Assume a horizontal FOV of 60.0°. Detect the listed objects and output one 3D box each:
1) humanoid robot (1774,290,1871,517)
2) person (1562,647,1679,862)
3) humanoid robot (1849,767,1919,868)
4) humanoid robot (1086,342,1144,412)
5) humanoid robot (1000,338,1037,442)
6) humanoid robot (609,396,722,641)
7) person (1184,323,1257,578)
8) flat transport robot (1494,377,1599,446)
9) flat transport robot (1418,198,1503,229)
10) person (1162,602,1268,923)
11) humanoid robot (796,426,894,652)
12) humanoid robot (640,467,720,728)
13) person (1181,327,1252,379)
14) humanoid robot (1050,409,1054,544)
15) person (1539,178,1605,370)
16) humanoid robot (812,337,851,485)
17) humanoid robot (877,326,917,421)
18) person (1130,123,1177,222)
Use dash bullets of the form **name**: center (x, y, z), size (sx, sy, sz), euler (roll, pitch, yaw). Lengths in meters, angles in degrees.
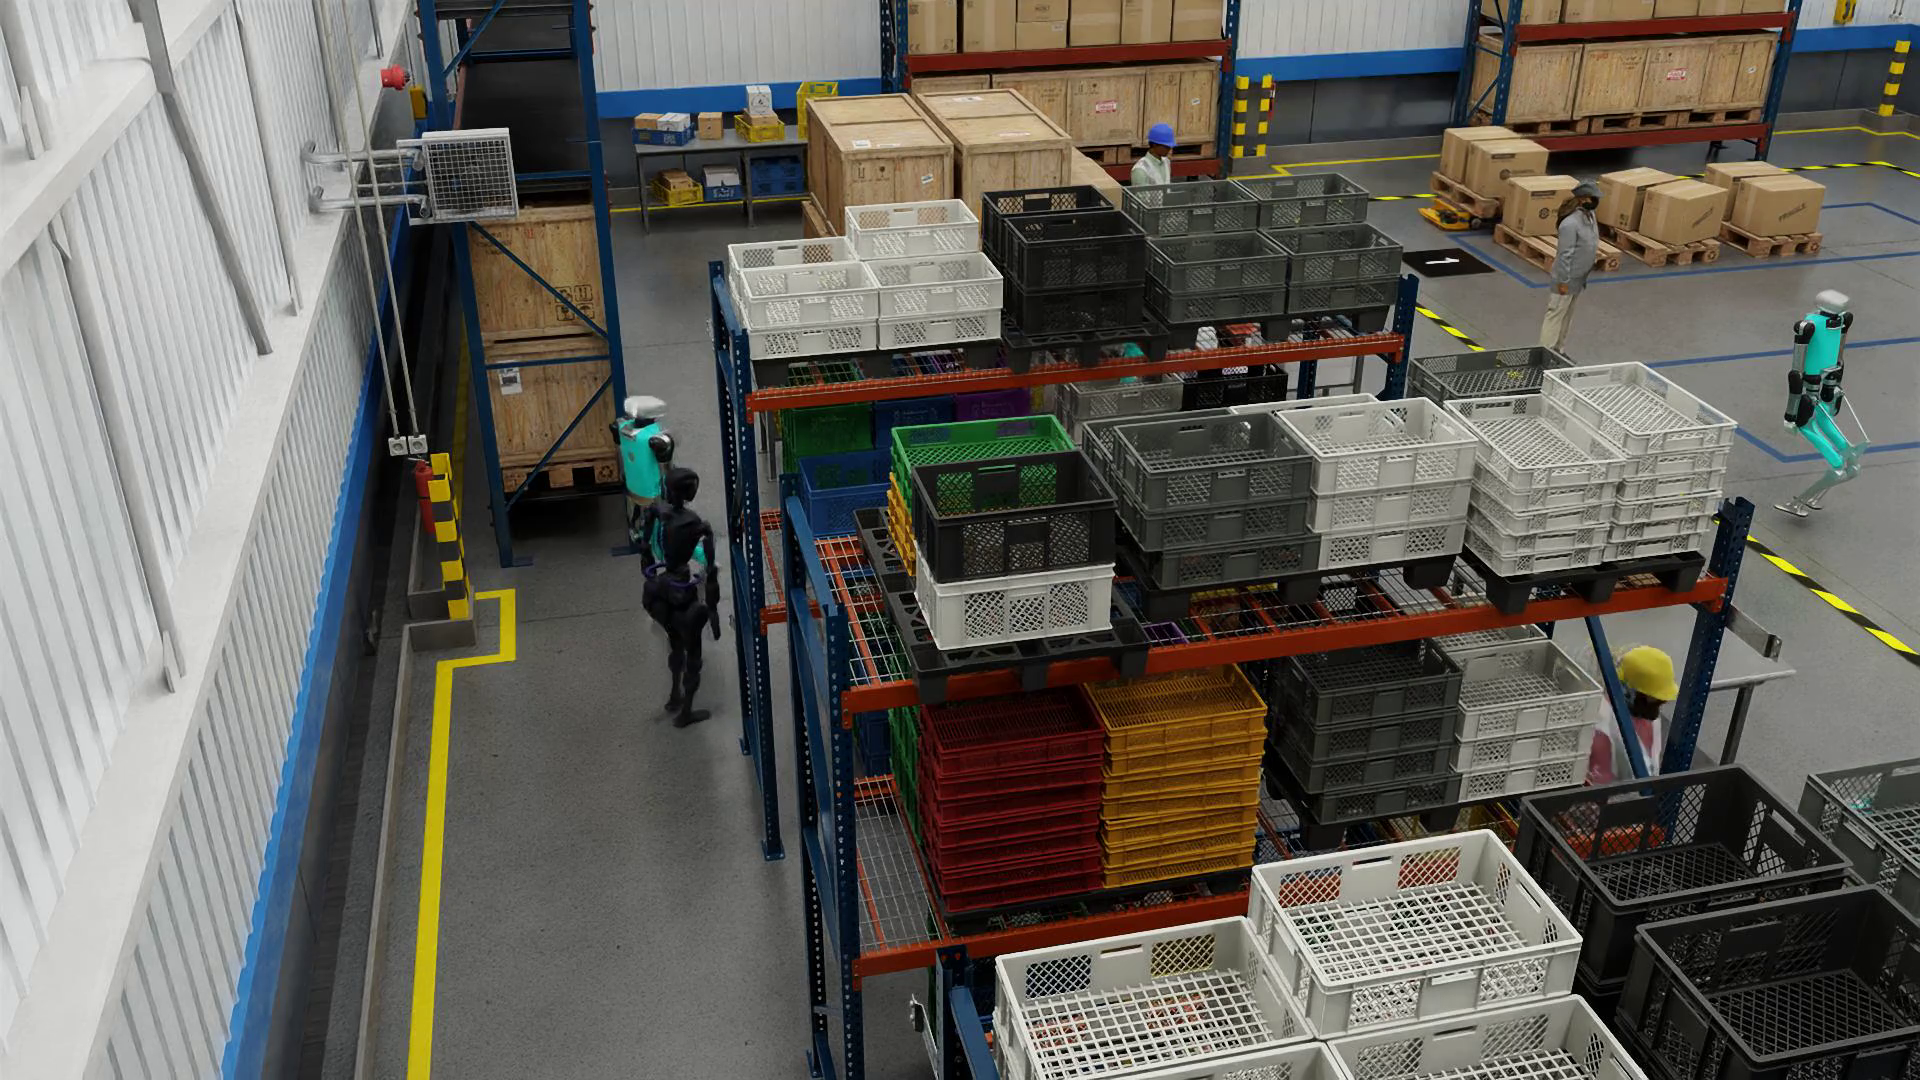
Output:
- **humanoid robot**: center (6.365, -0.936, 12.107), size (0.533, 1.674, 0.735), euler (-14, 31, -25)
- **person**: center (3.168, 1.328, 7.877), size (0.605, 1.802, 0.762), euler (-19, 33, -32)
- **humanoid robot**: center (3.946, 1.810, 7.003), size (0.531, 1.763, 0.716), euler (-19, 33, -31)
- **humanoid robot**: center (1.145, -1.263, 12.882), size (0.838, 1.766, 0.557), euler (23, 35, 36)
- **humanoid robot**: center (0.456, -0.632, 11.747), size (0.506, 1.640, 0.603), euler (12, 30, 22)
- **humanoid robot**: center (-1.829, -0.114, 10.740), size (0.544, 1.851, 0.691), euler (23, 35, 36)
- **person**: center (1.781, -0.661, 11.416), size (0.404, 2.033, 0.608), euler (-23, 35, -36)
- **flat transport robot**: center (4.780, -1.036, 14.013), size (0.659, 0.231, 1.431), euler (-6, 28, -12)
- **flat transport robot**: center (6.125, -3.833, 19.289), size (1.431, 0.197, 0.652), euler (-6, 28, -12)
- **person**: center (1.284, 1.127, 8.221), size (0.624, 1.843, 0.429), euler (-13, 30, -23)
- **humanoid robot**: center (-0.769, 0.000, 10.474), size (0.530, 1.752, 0.963), euler (25, 36, 38)
- **humanoid robot**: center (-1.688, 0.337, 9.899), size (0.616, 1.642, 0.383), euler (17, 32, 28)
- **person**: center (1.835, -0.982, 12.223), size (0.651, 1.853, 0.545), euler (23, 35, 36)
- **humanoid robot**: center (0.685, -0.117, 10.753), size (0.347, 1.641, 0.588), euler (1, 28, 1)
- **person**: center (5.465, -2.371, 14.935), size (0.400, 1.769, 0.561), euler (20, 34, 33)
- **humanoid robot**: center (-0.982, -0.990, 12.403), size (0.375, 1.650, 0.596), euler (1, 28, 1)
- **humanoid robot**: center (-0.710, -1.117, 12.611), size (0.996, 1.727, 0.532), euler (-4, 28, -7)
- **person**: center (1.847, -3.060, 16.066), size (0.411, 1.939, 0.602), euler (18, 33, 31)
